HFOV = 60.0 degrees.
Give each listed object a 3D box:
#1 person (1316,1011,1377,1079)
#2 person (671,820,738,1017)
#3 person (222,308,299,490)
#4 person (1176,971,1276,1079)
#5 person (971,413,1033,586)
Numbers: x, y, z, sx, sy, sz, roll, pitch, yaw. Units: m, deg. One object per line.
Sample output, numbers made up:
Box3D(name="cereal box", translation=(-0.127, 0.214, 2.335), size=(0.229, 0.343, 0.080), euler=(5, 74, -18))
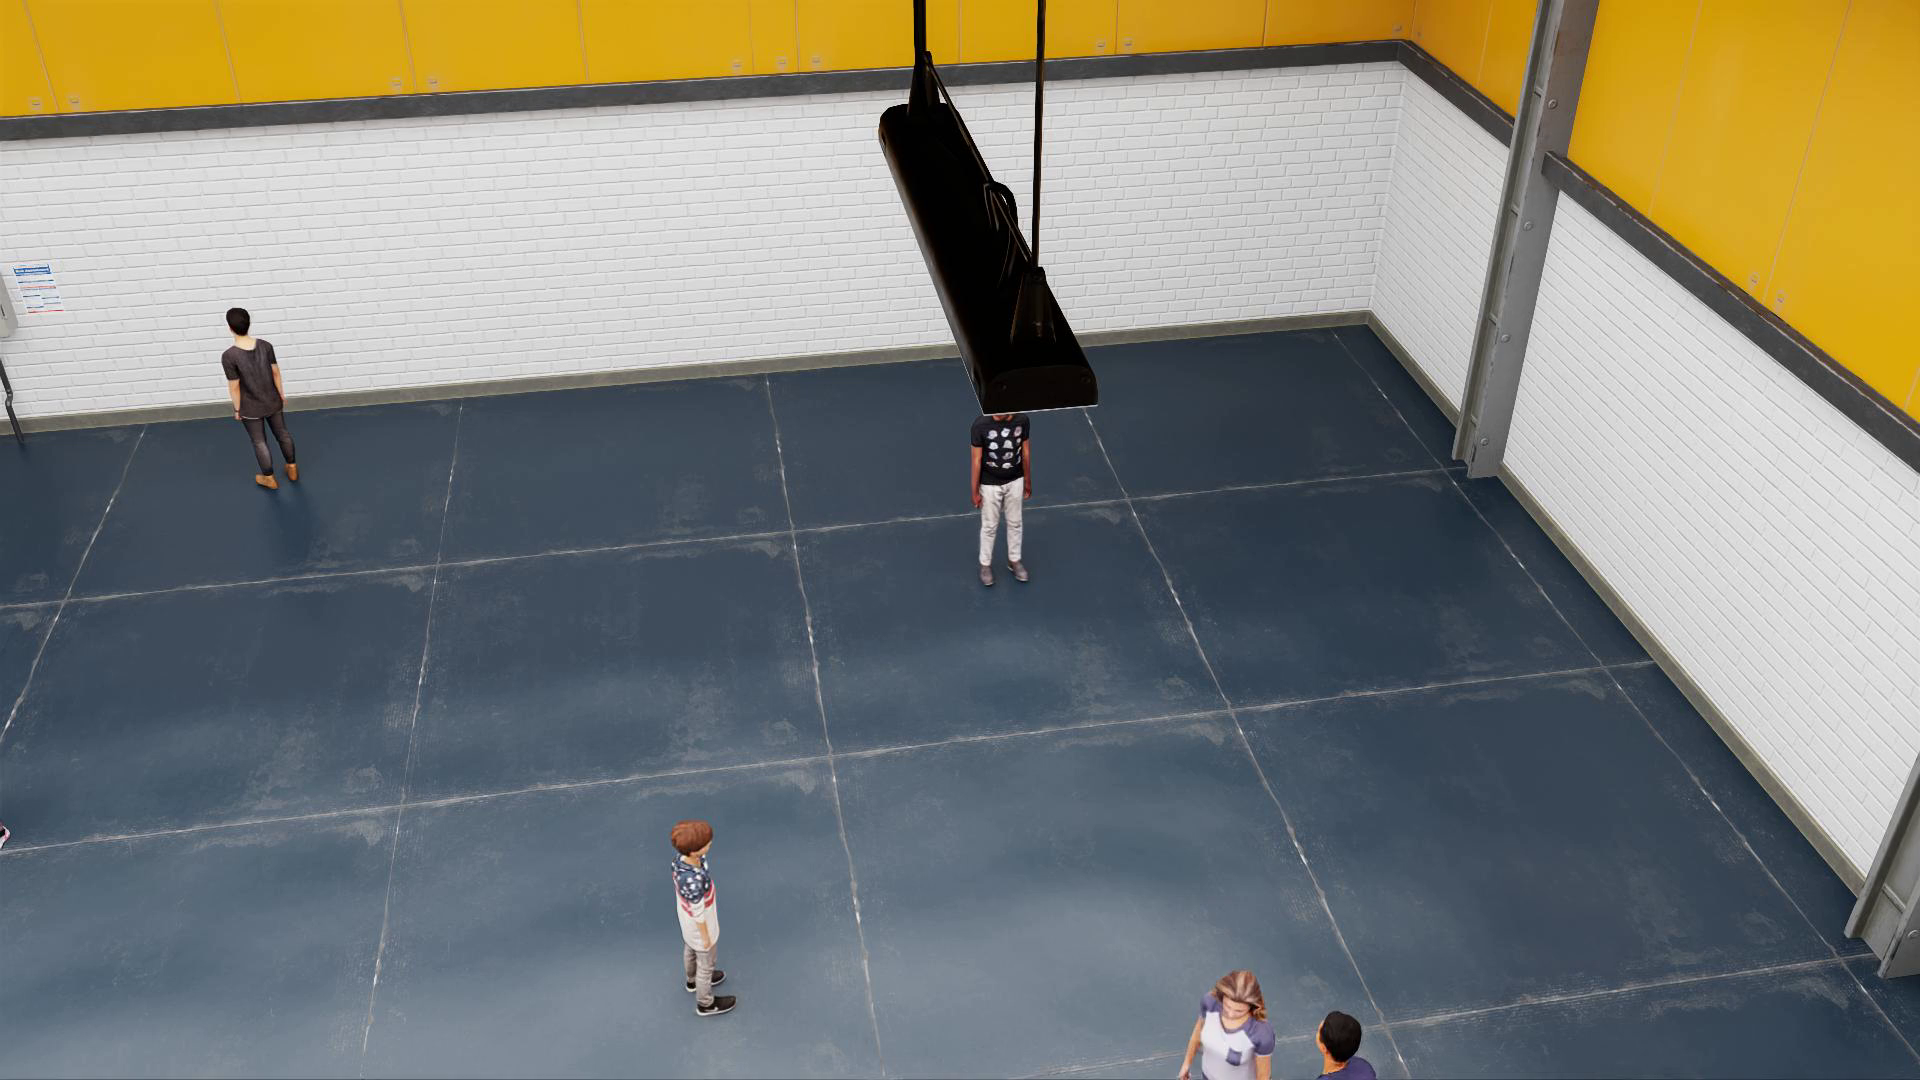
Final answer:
Box3D(name="person", translation=(1.858, 3.095, 8.102), size=(0.896, 1.740, 1.104), euler=(-20, 39, -27))
Box3D(name="person", translation=(-1.541, 2.190, 9.735), size=(0.609, 1.440, 0.475), euler=(-14, 36, -20))
Box3D(name="person", translation=(-6.181, -1.251, 14.661), size=(0.708, 1.717, 0.728), euler=(-27, 42, -35))
Box3D(name="person", translation=(1.470, 2.771, 8.638), size=(0.959, 1.687, 1.001), euler=(-23, 40, -30))
Box3D(name="person", translation=(0.329, -0.475, 13.418), size=(0.683, 1.801, 0.641), euler=(-9, 35, -14))
